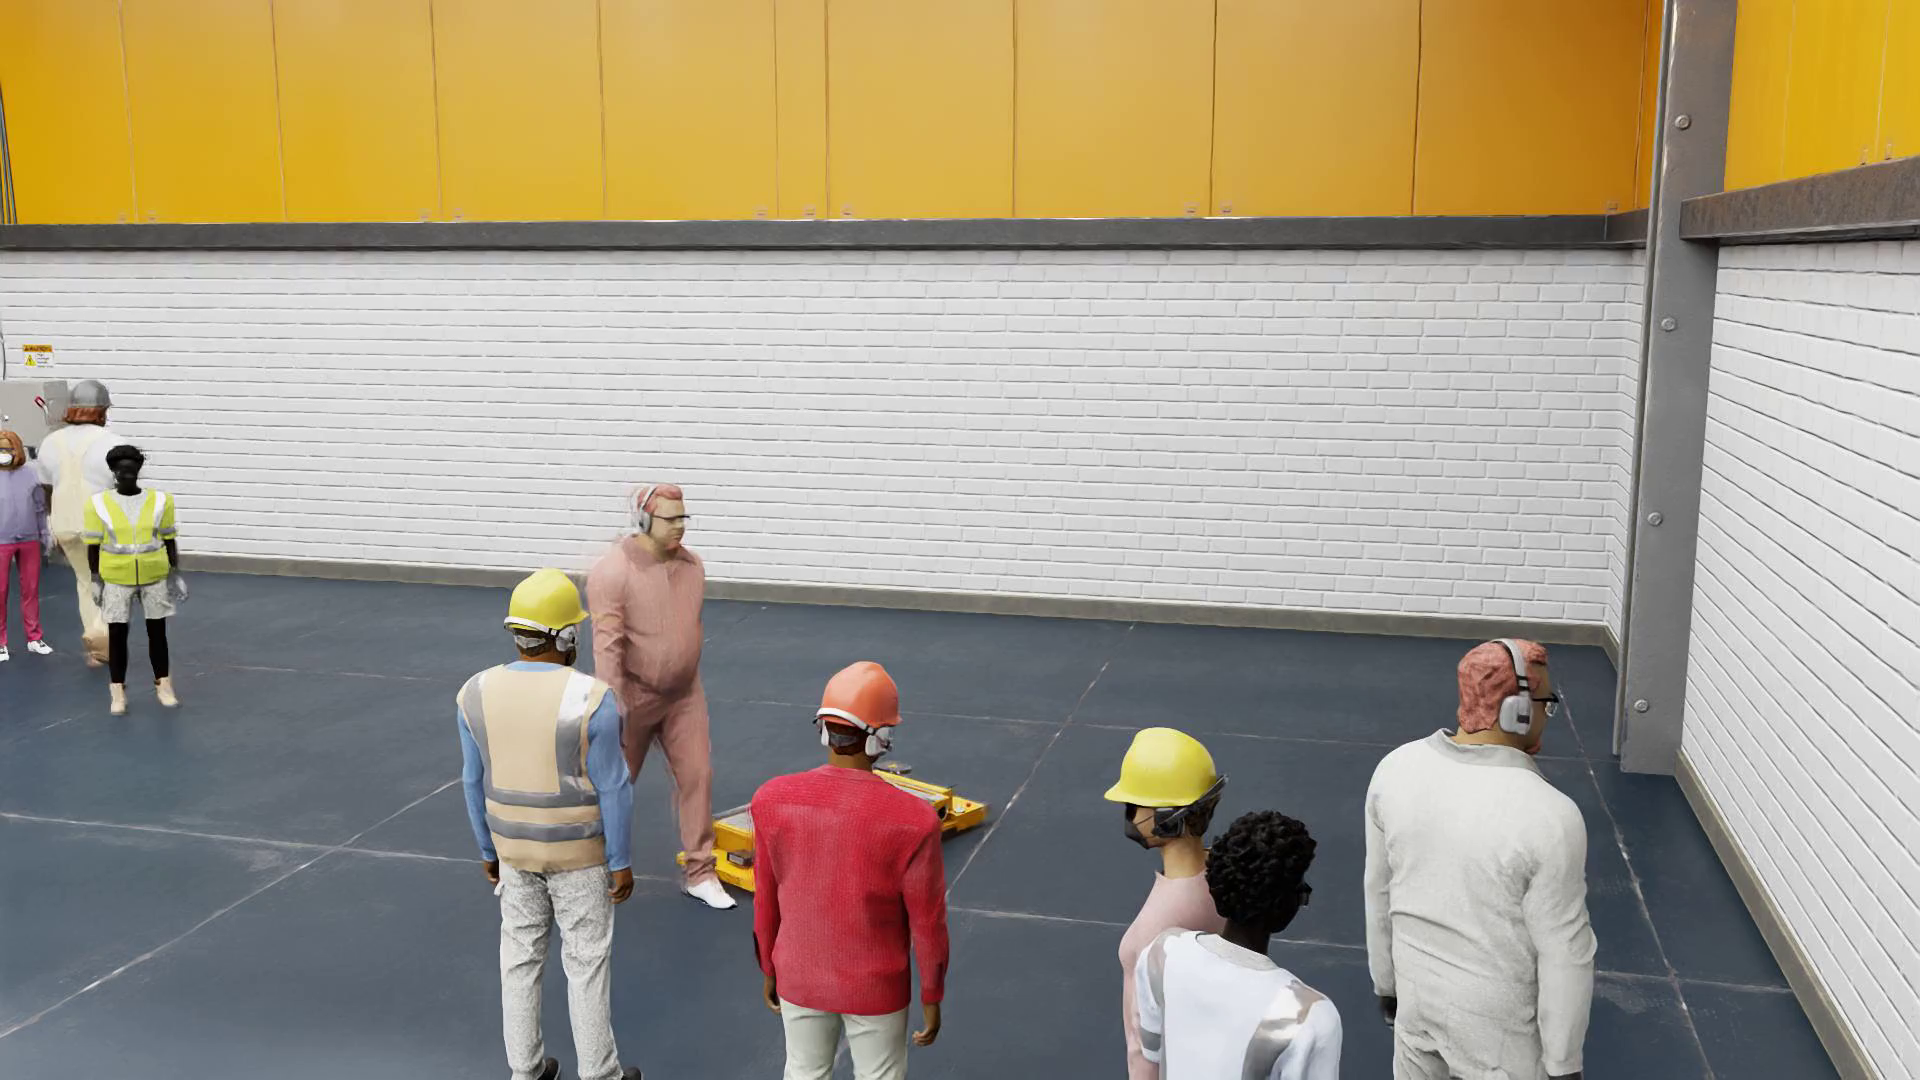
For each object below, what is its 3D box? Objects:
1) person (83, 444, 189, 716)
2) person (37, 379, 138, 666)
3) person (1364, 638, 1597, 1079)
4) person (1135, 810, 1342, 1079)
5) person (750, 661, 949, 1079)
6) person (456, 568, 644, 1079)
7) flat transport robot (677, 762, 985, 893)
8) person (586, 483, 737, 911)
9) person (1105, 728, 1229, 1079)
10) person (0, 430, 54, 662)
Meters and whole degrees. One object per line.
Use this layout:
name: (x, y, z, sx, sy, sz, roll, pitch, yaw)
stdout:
person: (-5.130, 0.243, 10.380, 0.576, 1.691, 0.320, -6, 11, -32)
person: (-5.944, -0.111, 11.425, 0.691, 2.000, 0.669, 1, 10, 7)
person: (1.323, 1.183, 4.209, 0.401, 1.904, 0.649, -6, 11, -32)
person: (0.590, 1.402, 3.566, 0.320, 1.686, 0.538, -8, 13, -40)
person: (-0.296, 1.195, 4.629, 0.573, 1.737, 0.354, 3, 10, 17)
person: (-1.333, 1.000, 5.496, 0.586, 1.833, 0.403, 3, 10, 16)
flat transport robot: (-0.589, 1.360, 7.969, 0.652, 0.197, 1.431, 8, 13, 41)
person: (-1.402, 0.662, 7.403, 0.947, 1.870, 0.644, 9, 13, 44)
person: (0.496, 1.303, 3.930, 0.341, 1.760, 0.525, 4, 11, 24)
person: (-6.697, 0.033, 11.778, 0.281, 1.631, 0.506, 8, 12, 39)
